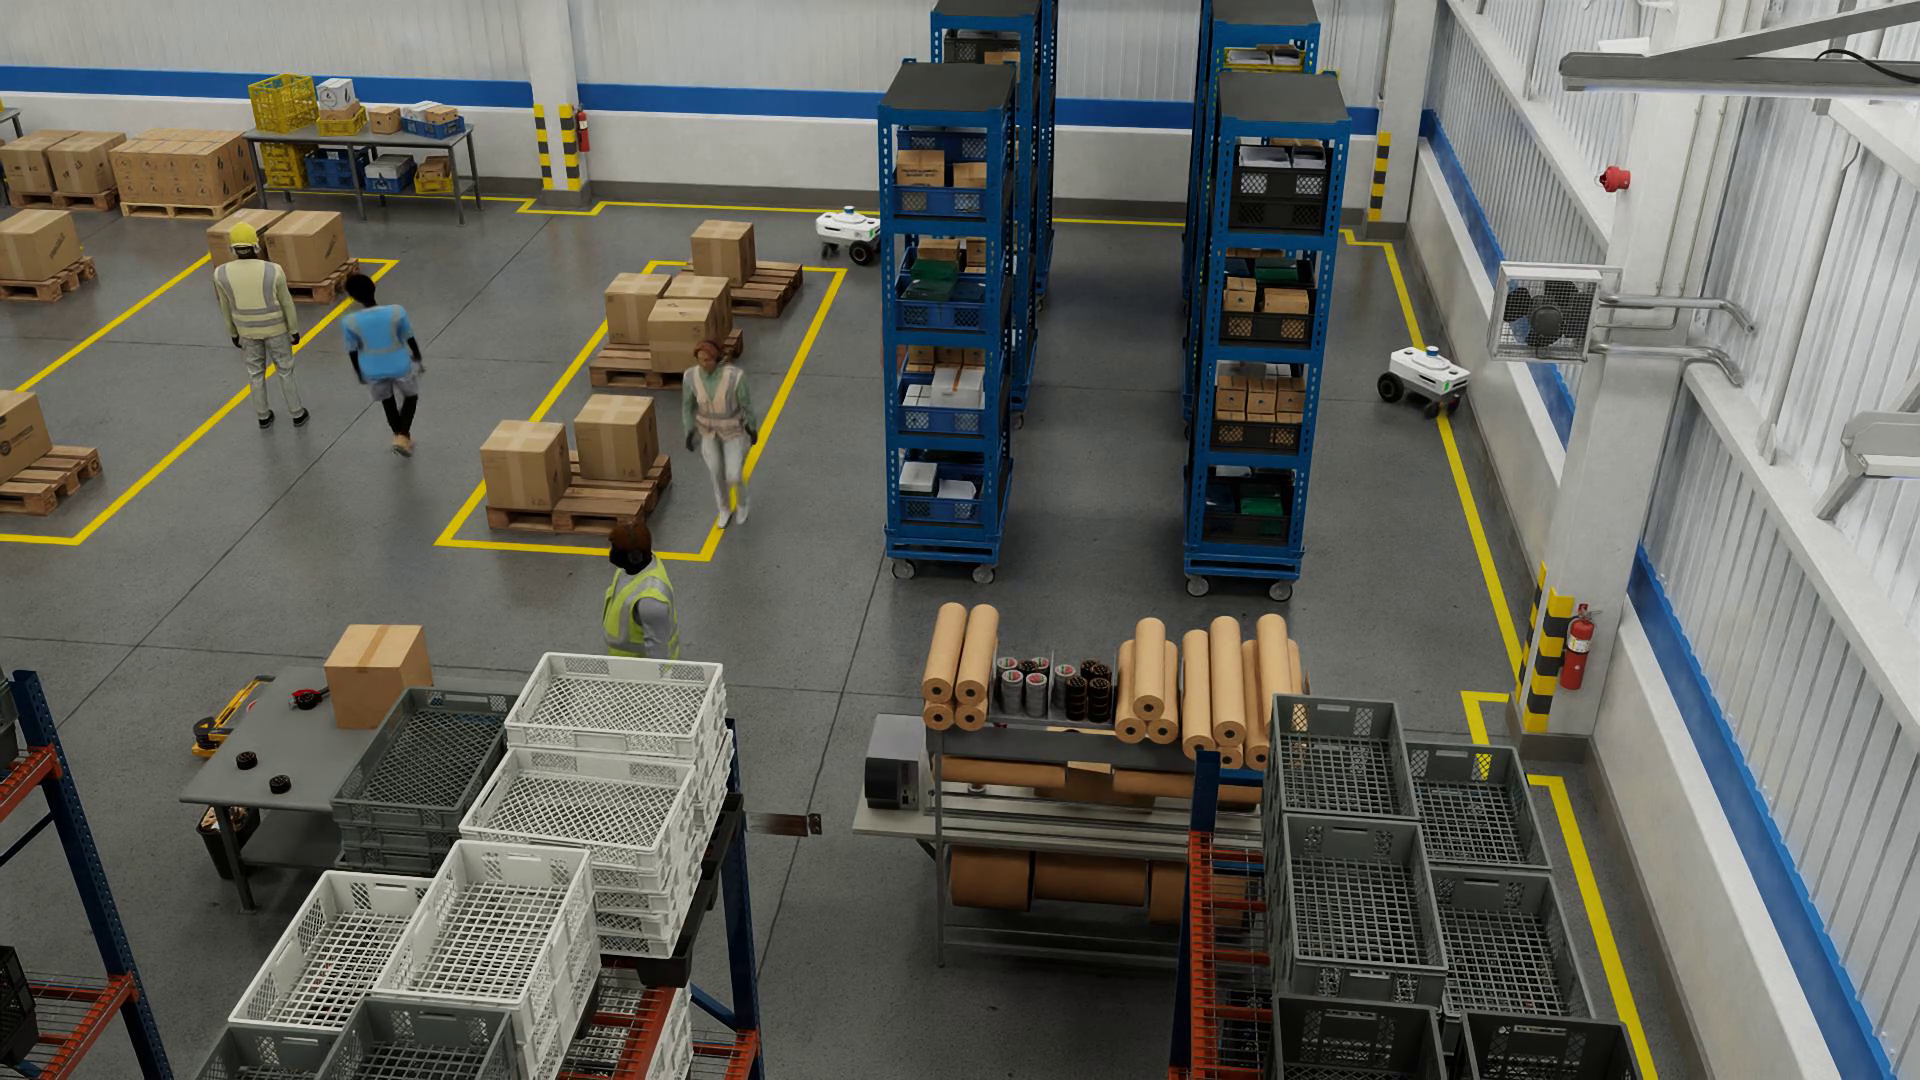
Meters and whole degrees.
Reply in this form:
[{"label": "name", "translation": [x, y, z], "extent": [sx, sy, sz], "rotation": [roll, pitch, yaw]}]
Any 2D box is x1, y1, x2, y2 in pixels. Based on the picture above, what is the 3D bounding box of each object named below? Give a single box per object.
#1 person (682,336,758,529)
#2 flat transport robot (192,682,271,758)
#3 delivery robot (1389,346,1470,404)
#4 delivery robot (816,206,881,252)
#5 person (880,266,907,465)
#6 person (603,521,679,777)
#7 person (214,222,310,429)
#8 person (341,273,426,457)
[{"label": "person", "translation": [-1.830, -0.810, 12.696], "extent": [0.545, 1.621, 0.391], "rotation": [6, 31, 9]}, {"label": "flat transport robot", "translation": [-4.089, 1.163, 10.648], "extent": [1.431, 0.197, 0.652], "rotation": [3, 30, 6]}, {"label": "delivery robot", "translation": [4.183, -1.489, 14.834], "extent": [0.477, 0.478, 0.707], "rotation": [-20, 36, -30]}, {"label": "delivery robot", "translation": [-1.199, -3.393, 18.103], "extent": [0.707, 0.478, 0.477], "rotation": [12, 33, 20]}, {"label": "person", "translation": [-0.328, -1.370, 13.320], "extent": [0.620, 1.981, 0.409], "rotation": [-4, 30, -7]}, {"label": "person", "translation": [-1.880, 0.706, 9.884], "extent": [0.429, 1.844, 0.626], "rotation": [-11, 32, -18]}, {"label": "person", "translation": [-5.973, -1.827, 14.253], "extent": [0.596, 1.823, 0.403], "rotation": [-3, 30, -6]}, {"label": "person", "translation": [-4.717, -1.415, 13.698], "extent": [0.585, 1.667, 0.509], "rotation": [-8, 31, -14]}]
